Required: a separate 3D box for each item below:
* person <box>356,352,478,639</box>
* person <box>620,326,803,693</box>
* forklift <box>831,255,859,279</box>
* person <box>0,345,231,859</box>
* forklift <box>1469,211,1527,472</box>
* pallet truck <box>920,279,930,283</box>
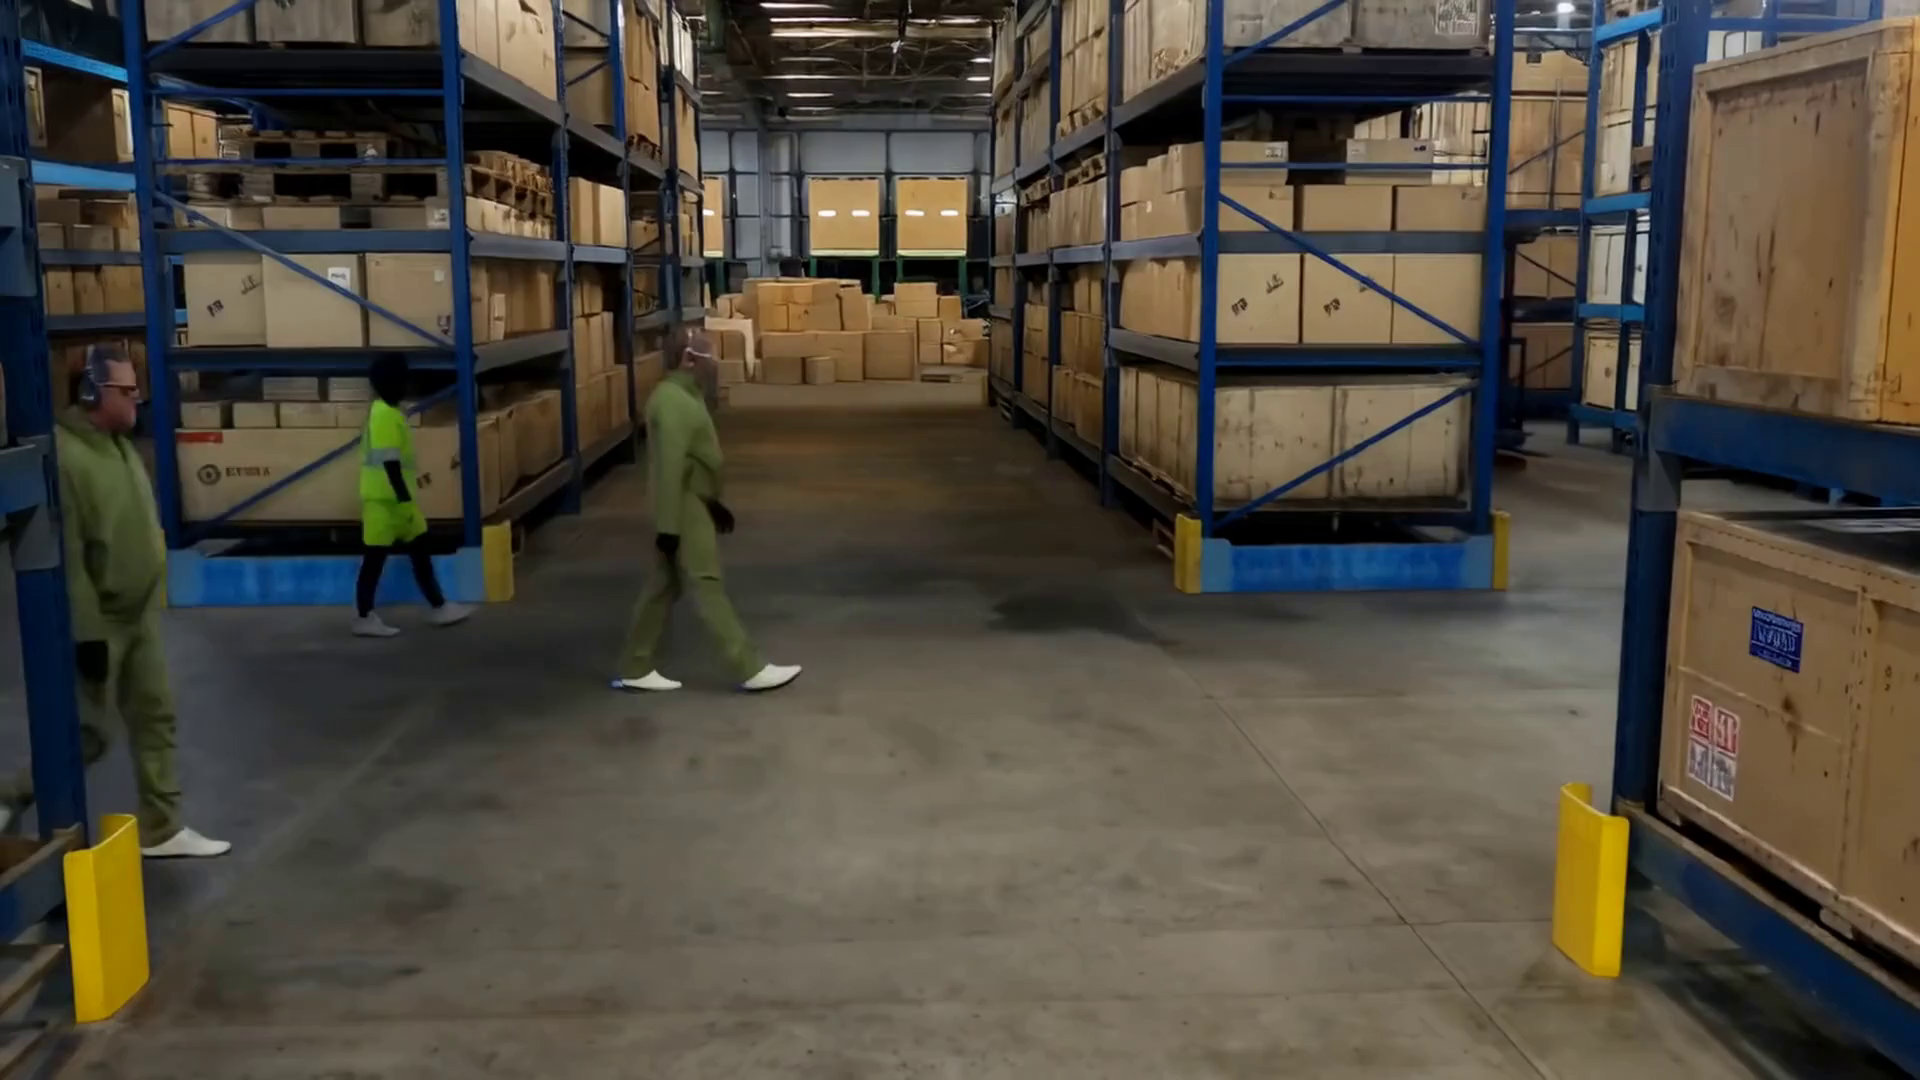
[{"bbox_3d":[-3.188,-0.249,9.666,0.771,1.663,0.555,-2,9,-11],"label":"person"},{"bbox_3d":[-1.288,-0.138,8.374,0.963,1.857,0.664,-2,9,-9],"label":"person"},{"bbox_3d":[-3.984,-8.555,58.051,1.129,2.768,1.873,-5,10,-30],"label":"forklift"},{"bbox_3d":[-3.092,0.258,5.841,0.763,1.880,0.651,-1,9,-4],"label":"person"},{"bbox_3d":[5.392,-2.225,18.304,1.129,2.768,1.873,-1,9,-4],"label":"forklift"},{"bbox_3d":[-0.932,-8.922,63.114,1.885,1.965,0.823,2,9,13],"label":"pallet truck"}]
